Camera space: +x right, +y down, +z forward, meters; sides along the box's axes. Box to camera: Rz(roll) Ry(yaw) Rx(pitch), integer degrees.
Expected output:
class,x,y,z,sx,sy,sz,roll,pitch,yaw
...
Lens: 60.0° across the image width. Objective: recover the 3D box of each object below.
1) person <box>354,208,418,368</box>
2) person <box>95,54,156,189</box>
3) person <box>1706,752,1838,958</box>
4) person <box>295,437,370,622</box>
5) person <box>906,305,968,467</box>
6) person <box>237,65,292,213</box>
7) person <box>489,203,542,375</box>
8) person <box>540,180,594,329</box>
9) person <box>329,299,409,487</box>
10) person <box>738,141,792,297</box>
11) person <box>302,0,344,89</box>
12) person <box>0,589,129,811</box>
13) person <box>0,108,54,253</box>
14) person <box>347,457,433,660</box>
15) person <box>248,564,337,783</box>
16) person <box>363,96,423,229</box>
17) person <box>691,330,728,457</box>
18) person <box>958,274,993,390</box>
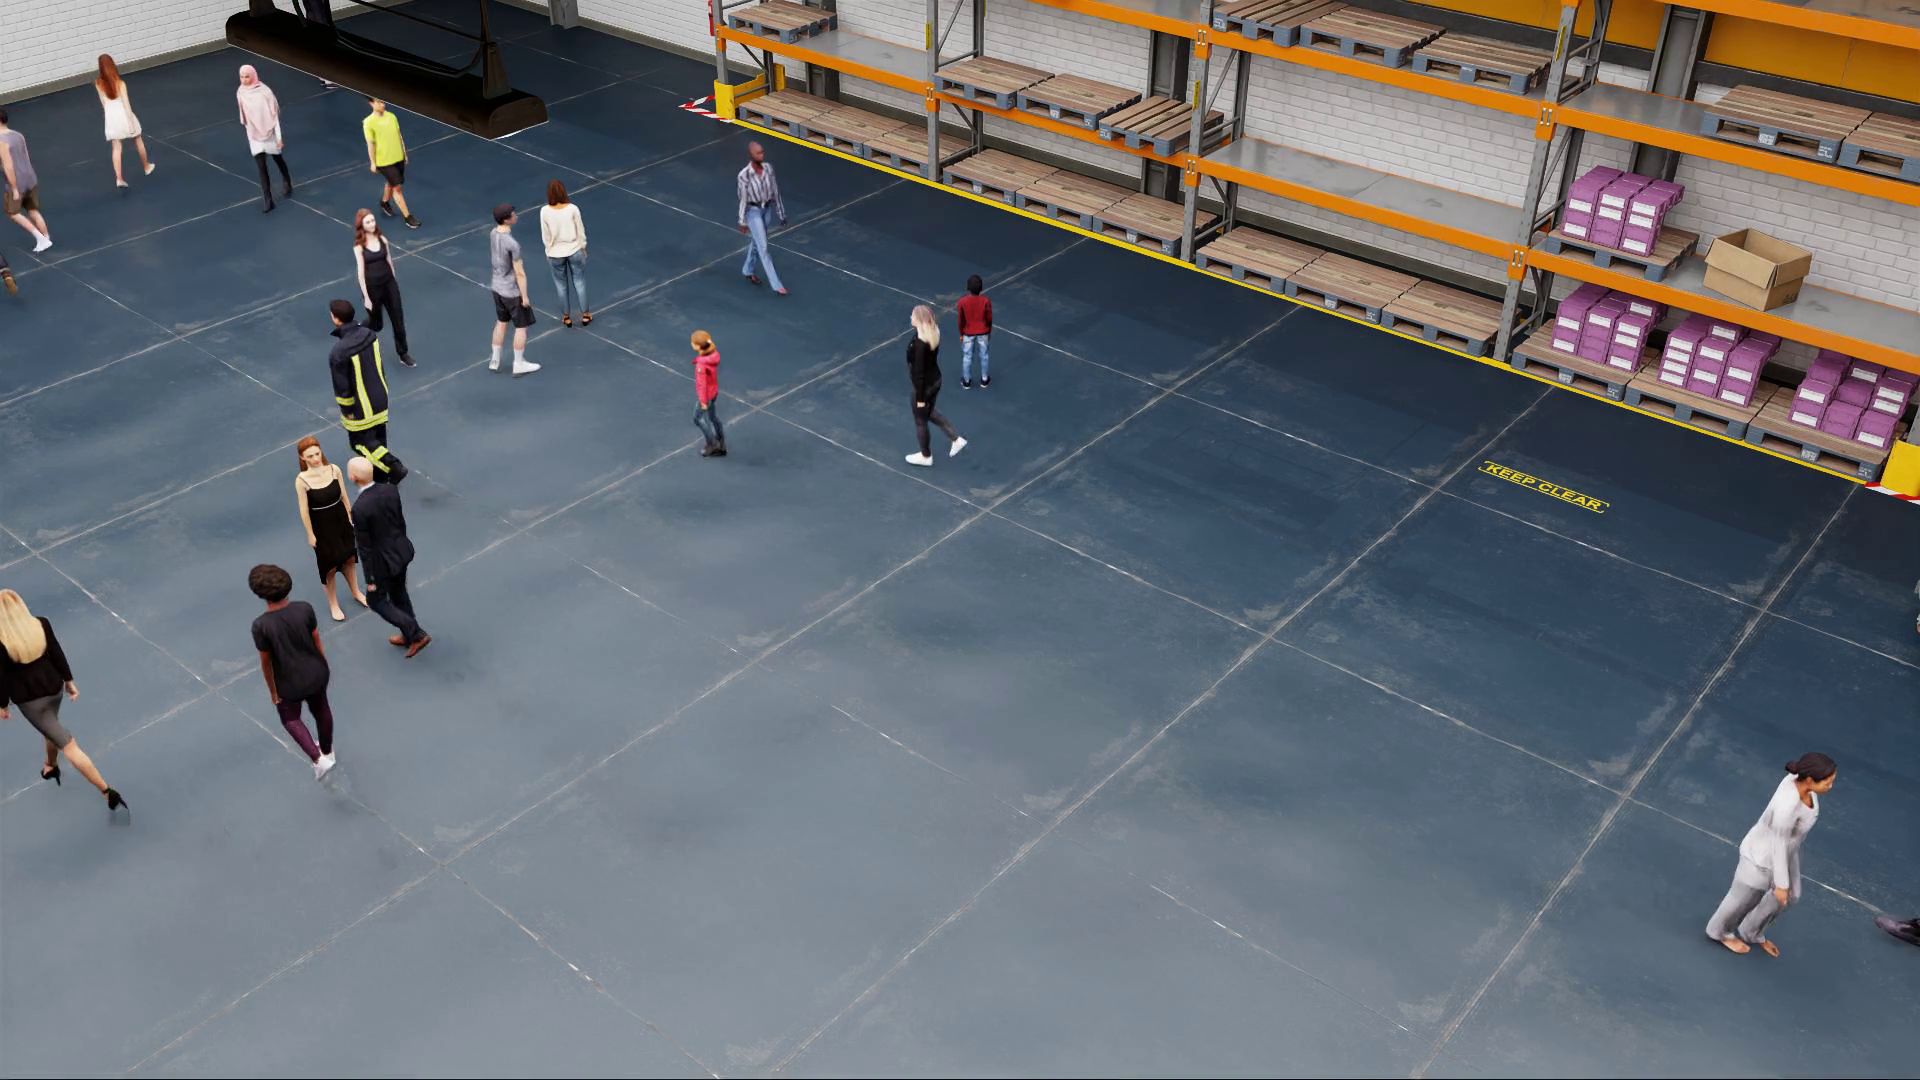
class,x,y,z,sx,sy,sz,roll,pitch,yaw
person,-6.097,-2.638,17.296,1.027,1.724,0.601,23,40,31
person,-10.869,-5.359,21.437,1.081,1.672,1.151,-3,34,-5
person,4.995,1.929,10.437,0.663,1.711,0.680,26,42,33
person,-5.158,-0.123,13.602,0.572,1.625,0.569,28,42,35
person,-0.226,-1.410,15.496,0.920,1.672,0.782,10,35,15
person,-8.726,-5.102,20.972,1.152,1.759,1.219,-3,34,-4
person,-4.675,-2.580,17.081,0.690,1.867,0.848,20,39,27
person,-4.276,-3.107,18.039,0.698,1.683,0.749,-4,34,-6
person,-5.357,-1.286,15.090,1.025,1.915,0.927,14,36,20
person,-2.343,-3.653,18.797,1.113,1.753,0.648,26,41,33
person,-9.590,-7.690,24.796,0.769,1.836,0.592,-21,39,-28
person,-6.275,1.169,11.502,1.236,1.798,0.798,17,37,23
person,-11.112,-4.243,19.797,0.841,1.833,0.783,4,34,6
person,-4.427,0.174,13.012,0.889,1.784,0.853,15,36,21
person,-4.673,0.977,11.820,0.666,1.765,0.846,-28,43,-35
person,-7.072,-4.706,20.450,1.097,1.676,0.720,19,38,26
person,-2.328,-1.368,15.760,0.631,1.308,0.613,7,34,11
person,0.157,-2.132,16.960,0.589,1.255,0.651,-2,34,-3
